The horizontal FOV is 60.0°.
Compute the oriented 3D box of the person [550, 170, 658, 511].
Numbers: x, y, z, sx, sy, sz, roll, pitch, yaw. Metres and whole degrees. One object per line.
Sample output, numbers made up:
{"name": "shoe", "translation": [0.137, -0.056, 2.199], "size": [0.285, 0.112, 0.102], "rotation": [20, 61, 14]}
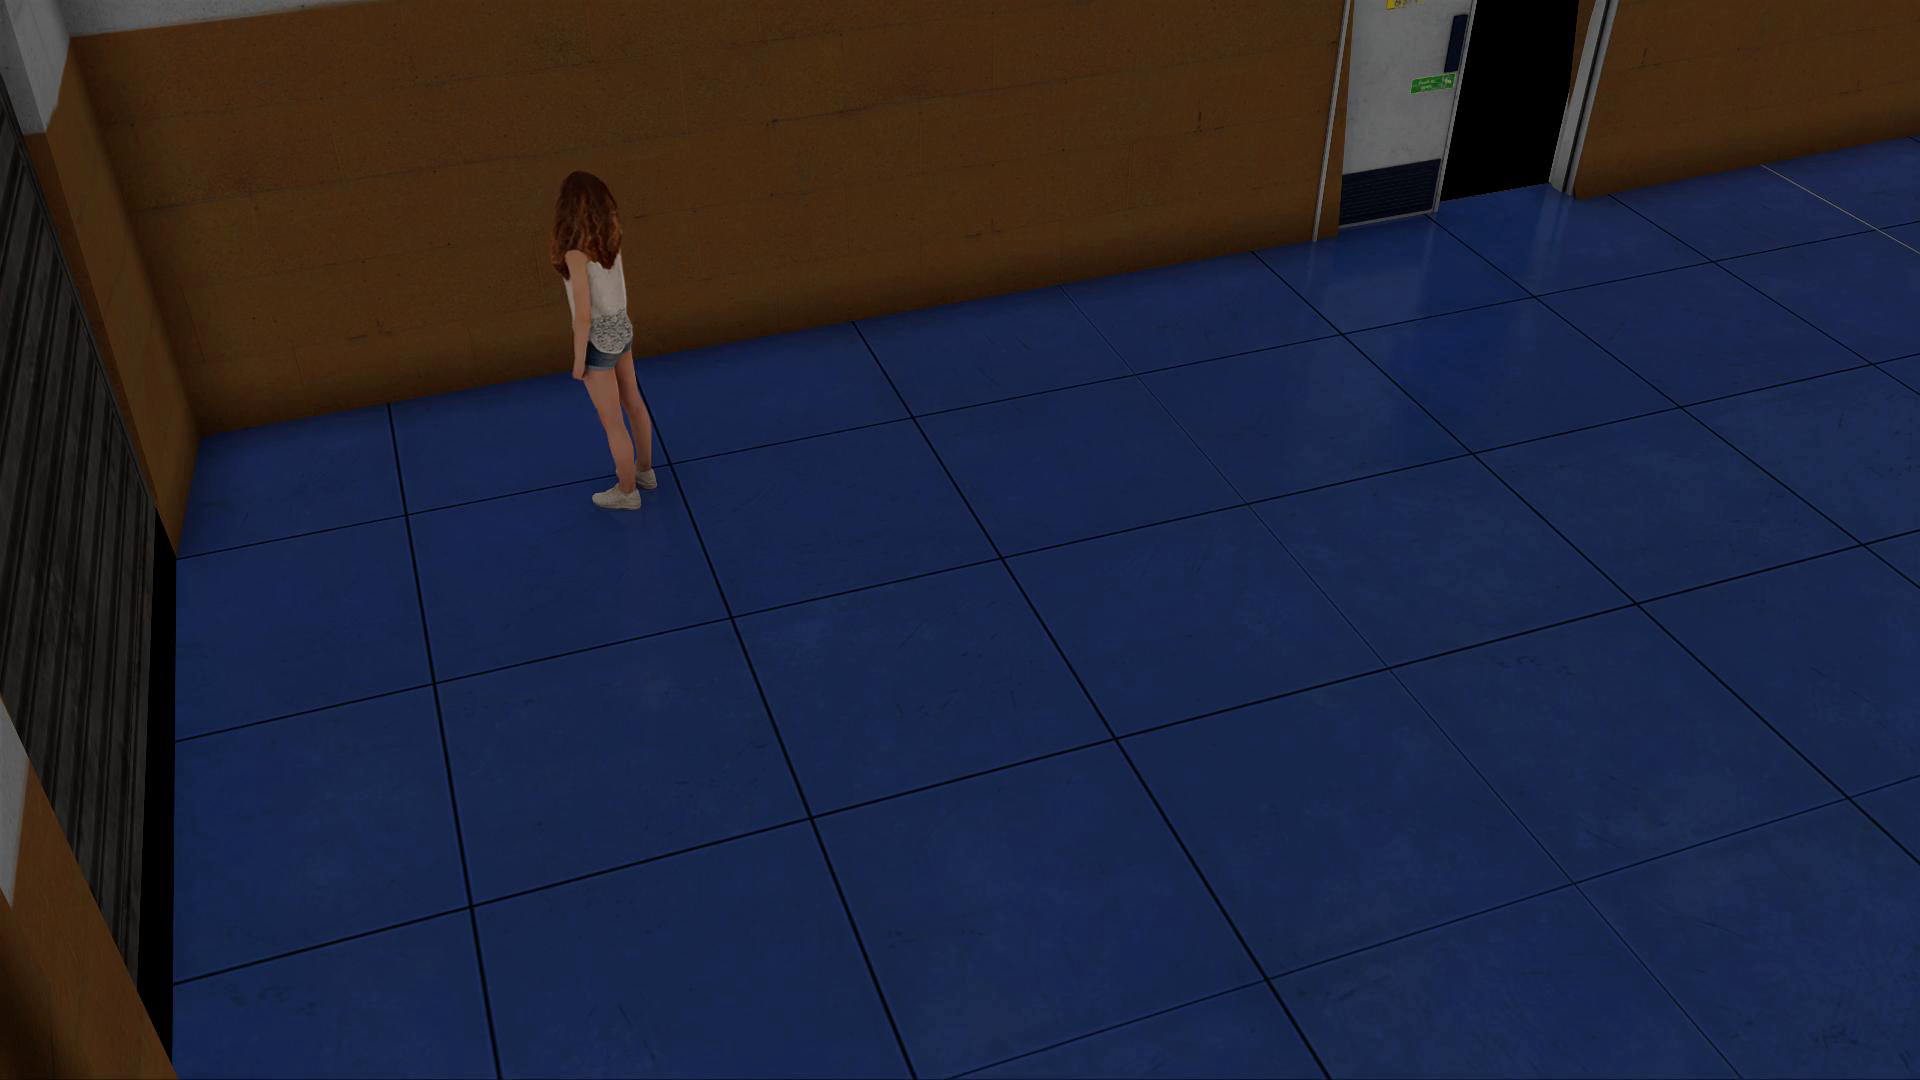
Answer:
{"name": "person", "translation": [-1.672, -0.930, 7.922], "size": [0.712, 1.759, 0.641], "rotation": [13, 39, 17]}
